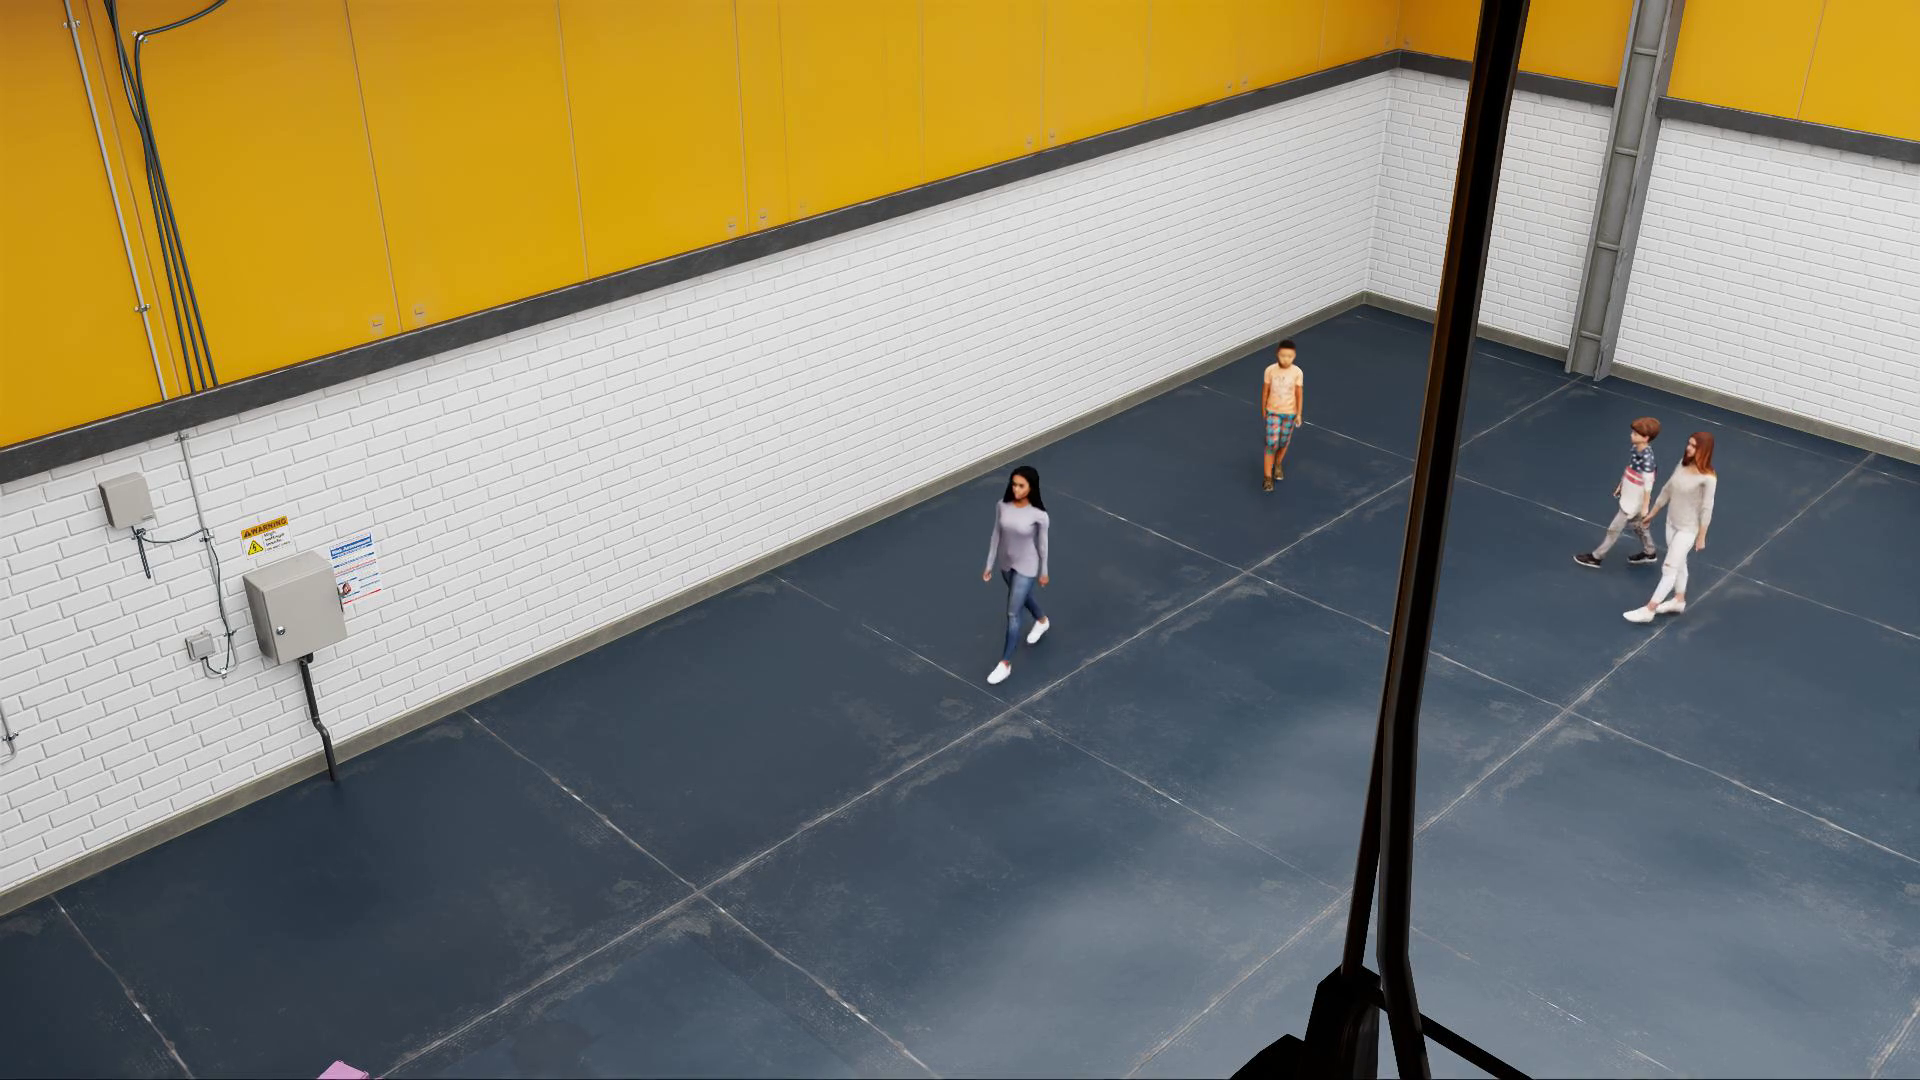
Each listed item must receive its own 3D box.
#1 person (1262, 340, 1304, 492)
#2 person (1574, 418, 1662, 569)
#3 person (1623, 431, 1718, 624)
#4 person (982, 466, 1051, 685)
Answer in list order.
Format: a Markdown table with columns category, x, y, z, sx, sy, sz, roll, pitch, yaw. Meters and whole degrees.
| category | x | y | z | sx | sy | sz | roll | pitch | yaw |
| --- | --- | --- | --- | --- | --- | --- | --- | --- | --- |
| person | 3.057 | -1.232 | 15.809 | 0.881 | 1.436 | 0.892 | 3 | 29 | 6 |
| person | 5.852 | -0.378 | 14.276 | 1.018 | 1.406 | 0.915 | 3 | 29 | 5 |
| person | 5.942 | -0.123 | 13.515 | 0.939 | 1.687 | 0.923 | -5 | 29 | -9 |
| person | 0.510 | 0.188 | 12.945 | 1.133 | 1.688 | 0.748 | 21 | 35 | 33 |
